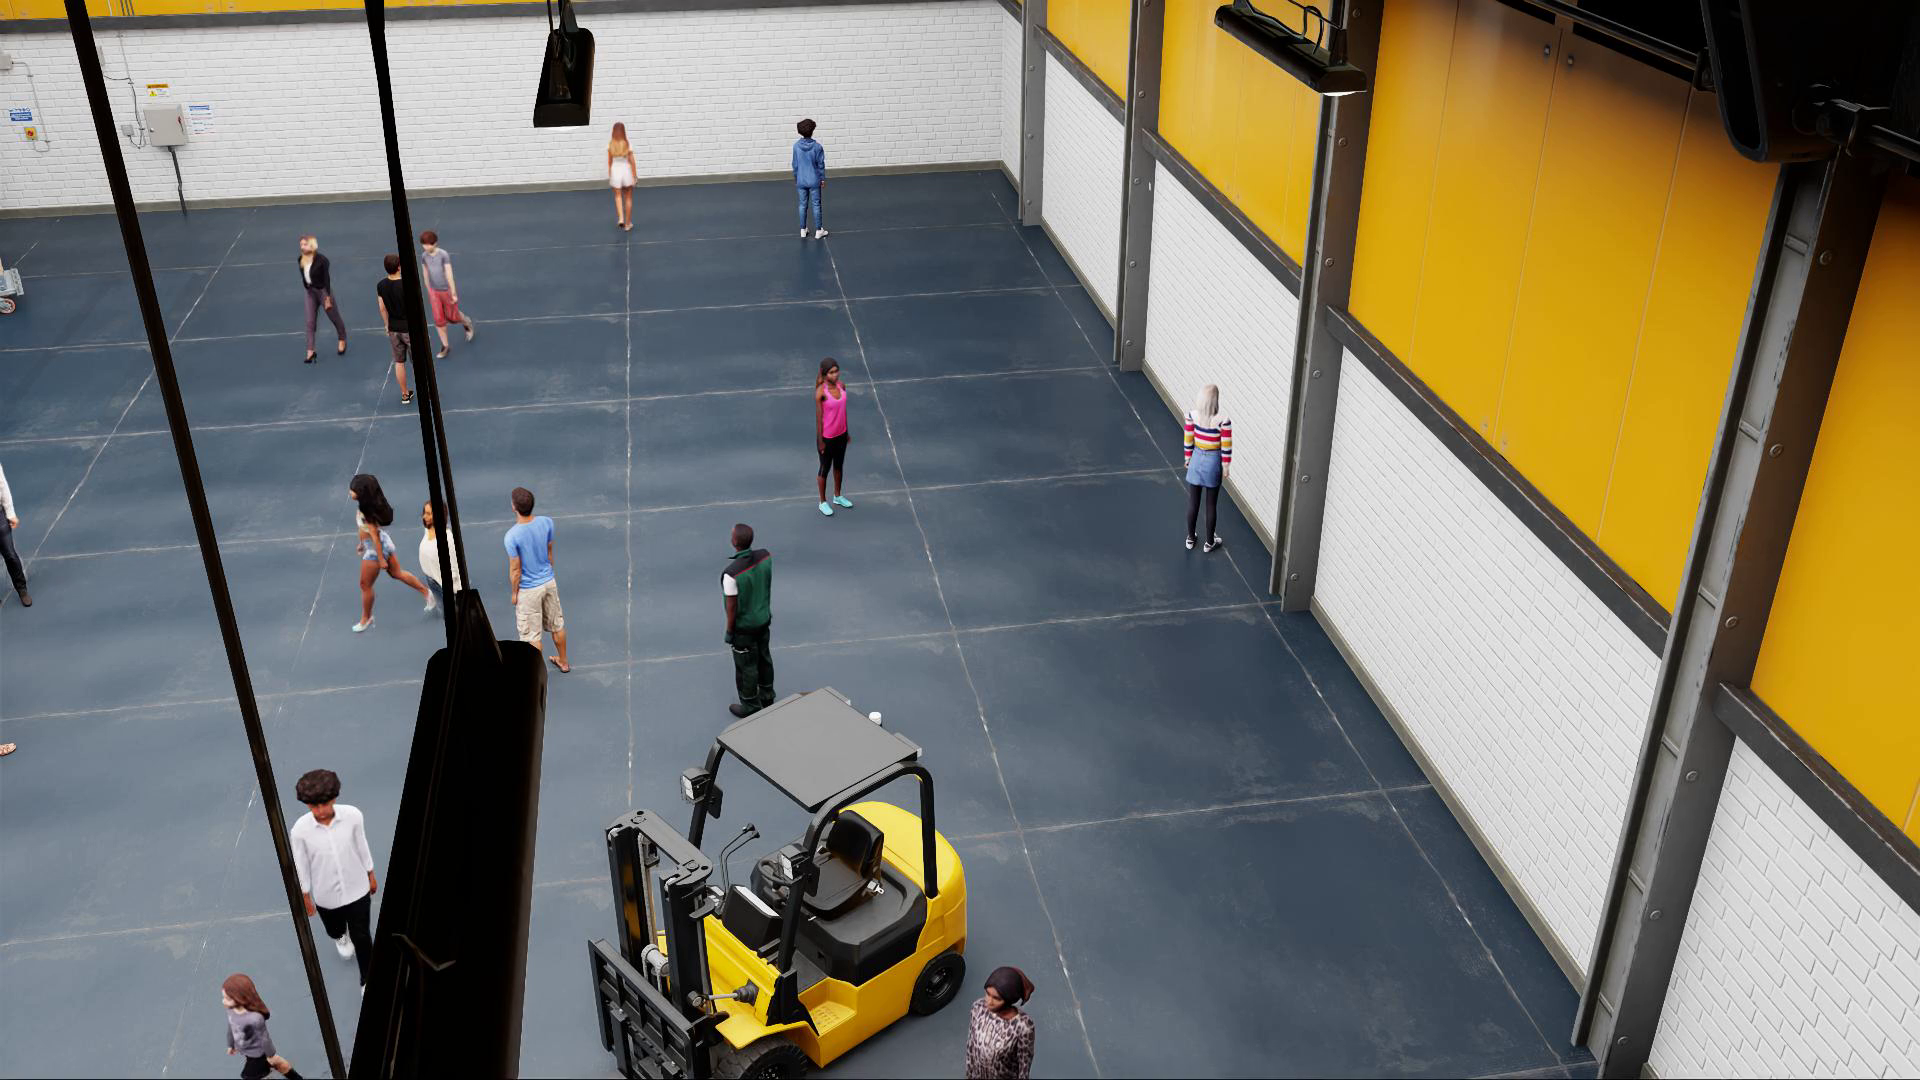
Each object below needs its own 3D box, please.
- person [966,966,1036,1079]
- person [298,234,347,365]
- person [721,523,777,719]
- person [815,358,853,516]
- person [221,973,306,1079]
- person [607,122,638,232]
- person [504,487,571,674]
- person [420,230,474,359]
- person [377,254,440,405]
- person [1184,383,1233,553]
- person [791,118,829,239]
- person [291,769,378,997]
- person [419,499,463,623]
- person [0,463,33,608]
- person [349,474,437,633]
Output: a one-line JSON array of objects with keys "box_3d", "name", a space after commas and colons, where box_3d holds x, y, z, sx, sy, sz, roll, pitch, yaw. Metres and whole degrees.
[{"box_3d": [0.230, 3.148, 9.616, 0.680, 1.713, 0.742, 19, 34, 31], "name": "person"}, {"box_3d": [-8.058, -3.090, 21.130, 0.832, 1.639, 1.083, 5, 29, 10], "name": "person"}, {"box_3d": [-1.771, 0.682, 14.004, 0.834, 1.840, 0.781, 20, 34, 32], "name": "person"}, {"box_3d": [-1.340, -1.110, 17.411, 0.665, 1.723, 0.698, -24, 36, -36], "name": "person"}, {"box_3d": [-4.347, 3.111, 10.350, 0.788, 1.074, 0.836, 20, 34, 32], "name": "person"}, {"box_3d": [-5.226, -5.564, 25.621, 0.640, 1.680, 0.685, 0, 29, 1], "name": "person"}, {"box_3d": [-3.700, 0.391, 14.512, 0.781, 1.864, 0.738, 22, 35, 34], "name": "person"}, {"box_3d": [-6.597, -3.199, 21.336, 0.816, 1.632, 1.049, 4, 29, 7], "name": "person"}, {"box_3d": [-6.647, -2.522, 19.855, 0.754, 1.862, 0.708, 4, 29, 8], "name": "person"}, {"box_3d": [2.457, -0.737, 16.639, 0.721, 1.808, 0.746, 15, 32, 25], "name": "person"}, {"box_3d": [-2.308, -5.527, 25.421, 0.754, 1.808, 0.721, 8, 30, 14], "name": "person"}, {"box_3d": [-4.180, 2.266, 11.161, 0.844, 1.783, 1.169, -13, 31, -22], "name": "person"}, {"box_3d": [-4.543, 0.380, 14.724, 0.756, 1.682, 0.651, -24, 36, -36], "name": "person"}, {"box_3d": [-9.144, -0.208, 15.604, 0.720, 1.870, 0.662, -15, 32, -25], "name": "person"}, {"box_3d": [-5.279, 0.104, 15.323, 0.731, 1.592, 1.032, -9, 30, -17], "name": "person"}]
